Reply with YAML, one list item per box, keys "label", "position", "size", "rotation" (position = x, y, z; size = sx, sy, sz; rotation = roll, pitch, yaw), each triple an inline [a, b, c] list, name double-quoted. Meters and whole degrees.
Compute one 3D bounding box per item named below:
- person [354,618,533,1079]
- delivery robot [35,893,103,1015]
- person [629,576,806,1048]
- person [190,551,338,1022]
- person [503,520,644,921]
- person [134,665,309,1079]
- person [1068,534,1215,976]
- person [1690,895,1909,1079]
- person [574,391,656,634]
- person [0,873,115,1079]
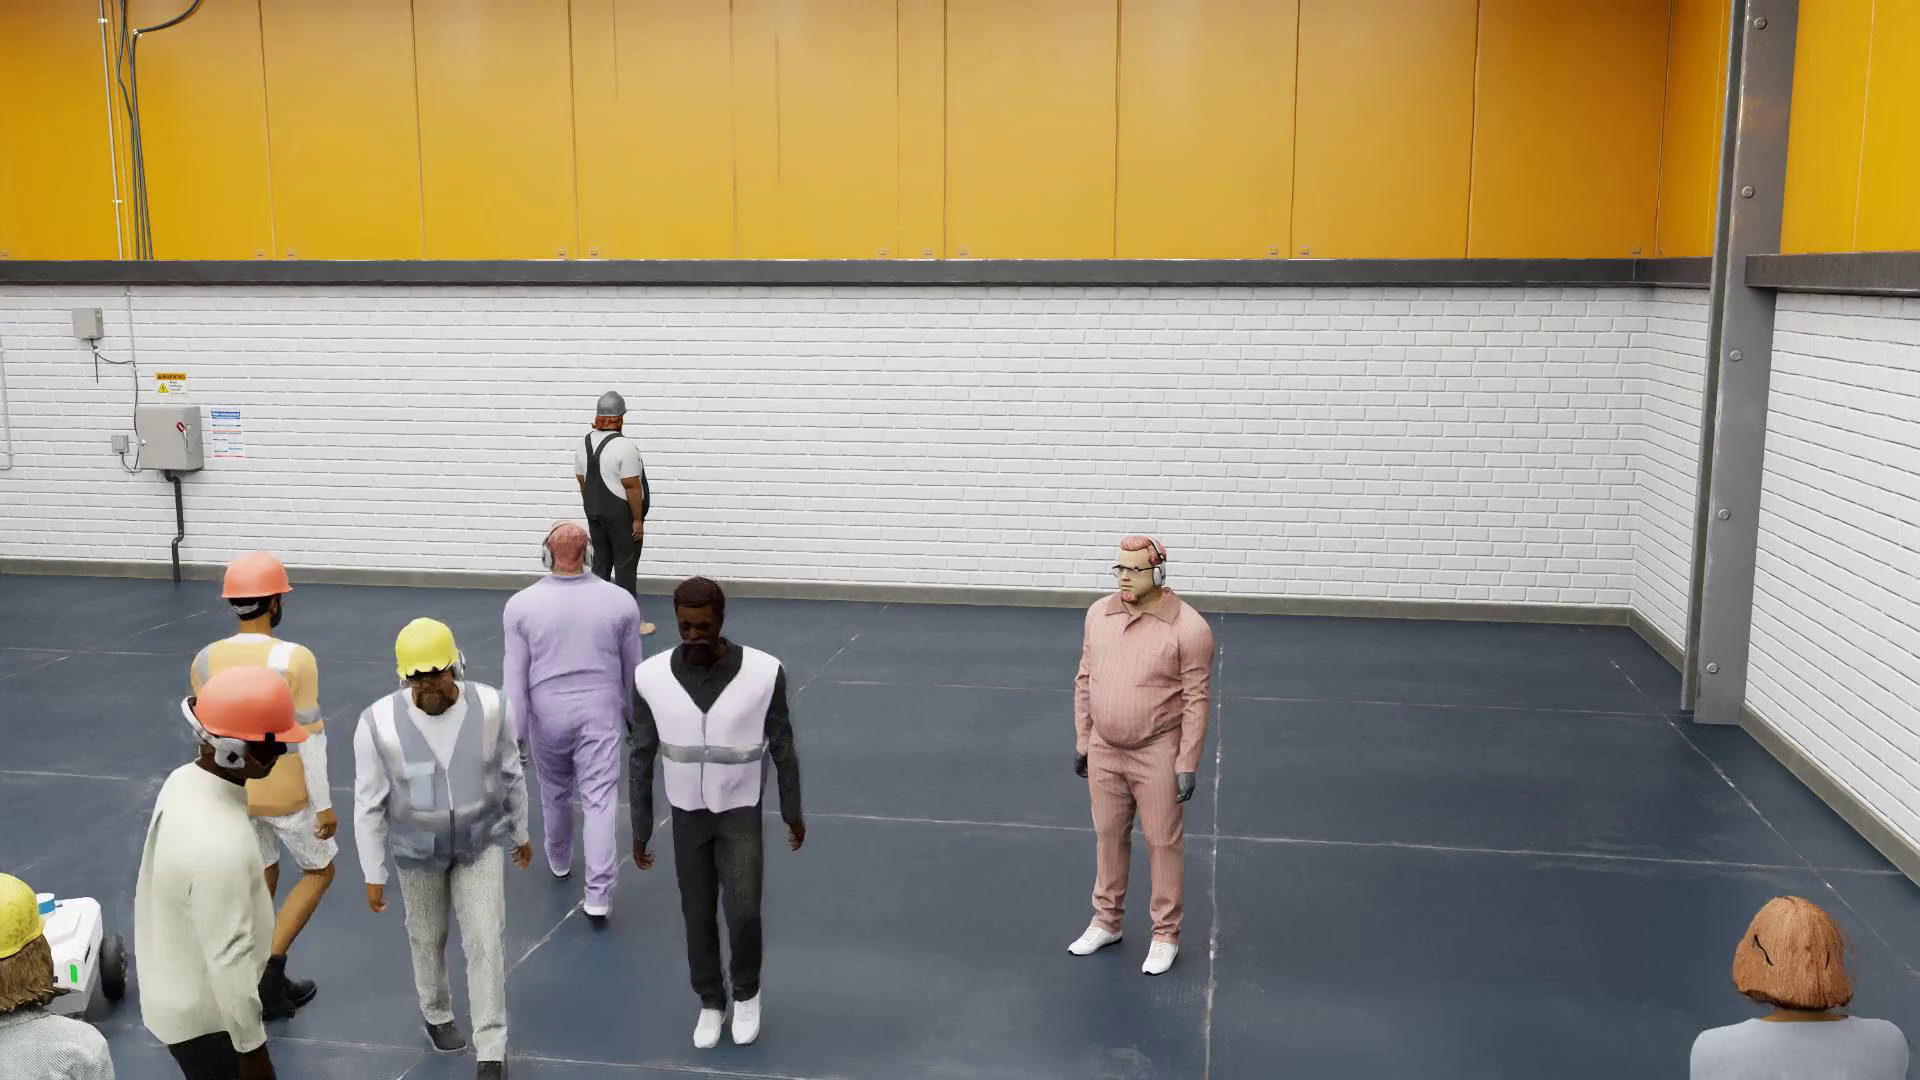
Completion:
- label: "person"
  position: [-1.894, 1.156, 6.179]
  size: [0.654, 1.778, 0.864]
  rotation: [-4, 10, -23]
- label: "delivery robot"
  position: [-3.633, 1.649, 6.605]
  size: [0.477, 0.478, 0.707]
  rotation: [-3, 10, -21]
- label: "person"
  position: [-0.939, 1.056, 6.441]
  size: [0.672, 1.891, 0.470]
  rotation: [0, 9, 1]
- label: "person"
  position: [-2.772, 1.006, 6.646]
  size: [0.568, 1.923, 0.472]
  rotation: [2, 10, 14]
- label: "person"
  position: [-1.841, 0.827, 7.962]
  size: [0.664, 1.852, 1.022]
  rotation: [-3, 10, -17]
- label: "person"
  position: [-2.110, 1.306, 4.712]
  size: [0.573, 1.956, 0.651]
  rotation: [-5, 11, -29]
- label: "person"
  position: [0.763, 0.919, 7.240]
  size: [0.643, 1.909, 0.410]
  rotation: [7, 11, 35]
- label: "person"
  position: [1.941, 1.623, 3.851]
  size: [0.511, 1.598, 0.832]
  rotation: [1, 9, 7]
- label: "person"
  position: [-2.847, -0.227, 13.894]
  size: [0.686, 2.000, 0.538]
  rotation: [7, 11, 36]
- label: "person"
  position: [-2.080, 1.578, 3.680]
  size: [0.487, 1.744, 0.294]
  rotation: [-2, 9, -12]
